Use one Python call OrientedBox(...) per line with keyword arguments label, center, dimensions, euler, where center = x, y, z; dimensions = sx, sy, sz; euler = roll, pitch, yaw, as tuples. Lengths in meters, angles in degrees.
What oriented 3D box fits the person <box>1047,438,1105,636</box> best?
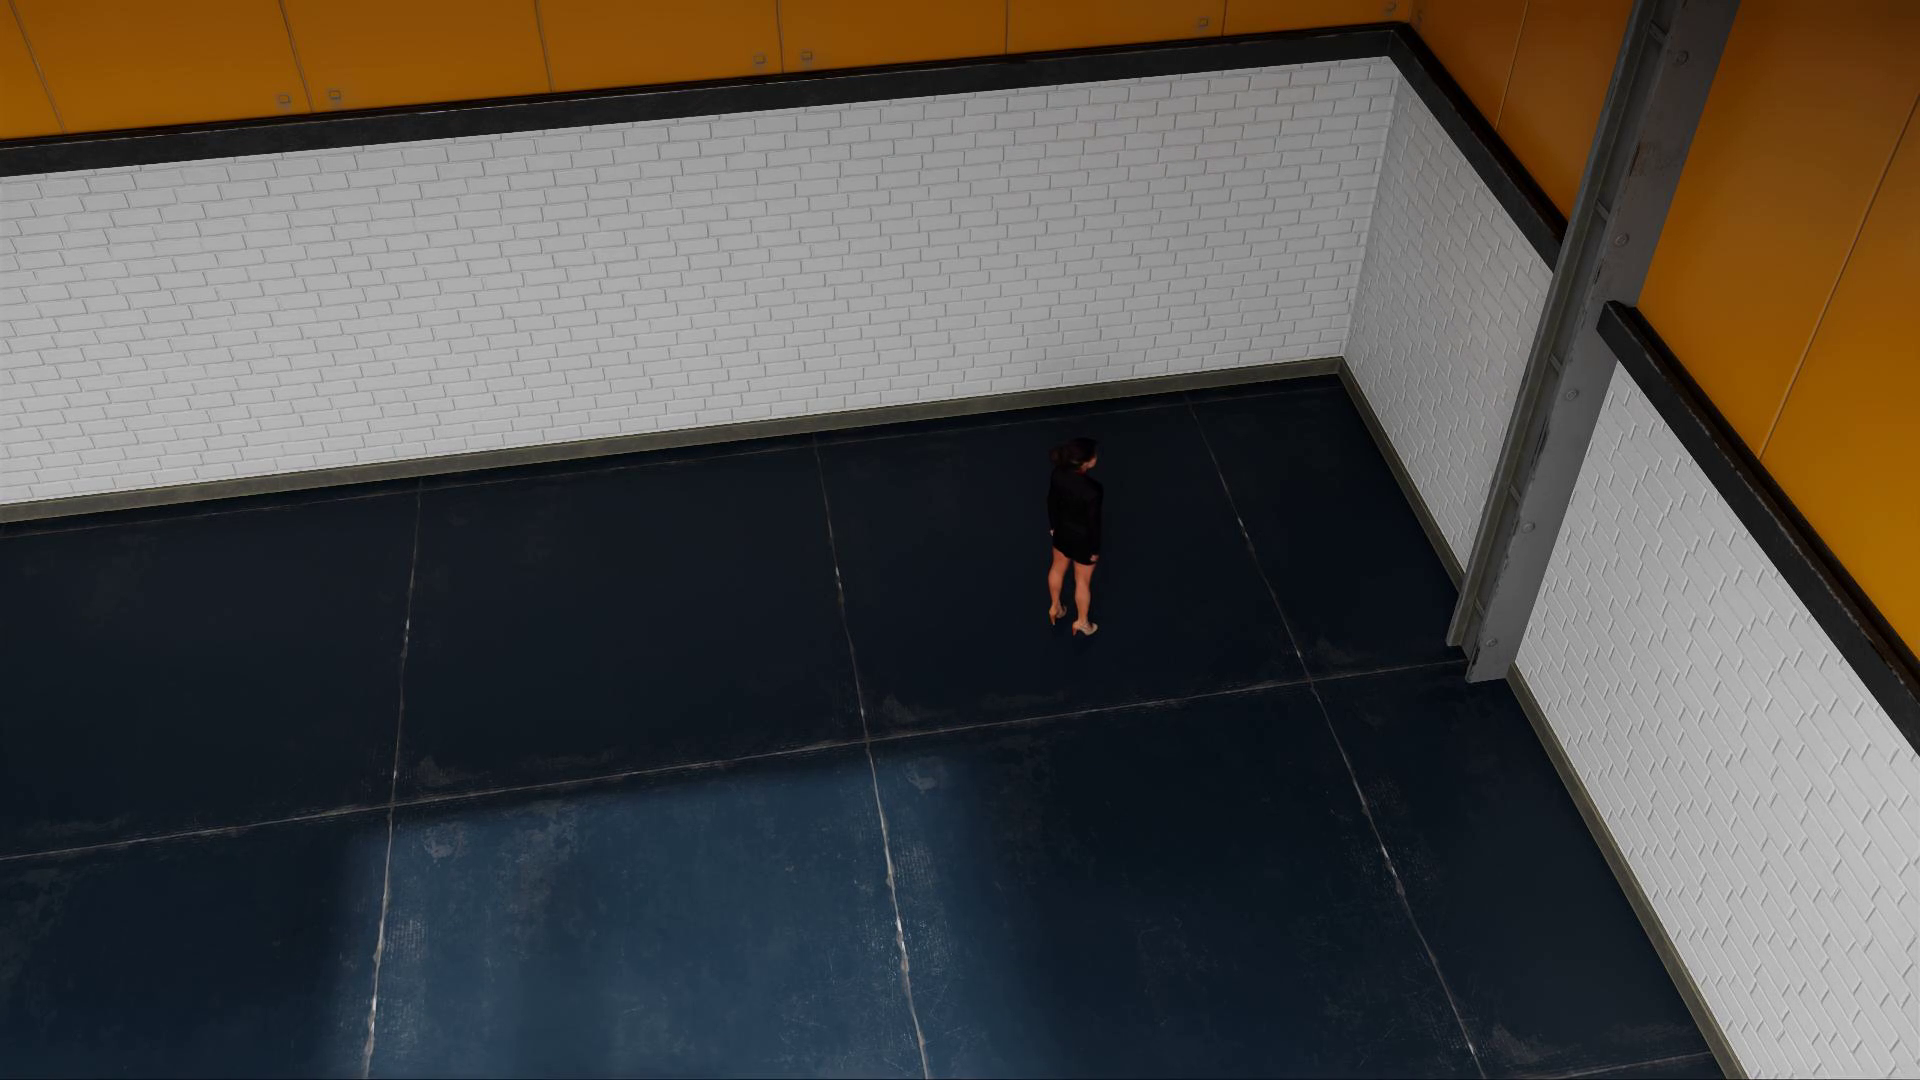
OrientedBox(label="person", center=(0.769, -0.013, 10.975), dimensions=(0.661, 1.639, 0.734), euler=(34, 53, 30))
